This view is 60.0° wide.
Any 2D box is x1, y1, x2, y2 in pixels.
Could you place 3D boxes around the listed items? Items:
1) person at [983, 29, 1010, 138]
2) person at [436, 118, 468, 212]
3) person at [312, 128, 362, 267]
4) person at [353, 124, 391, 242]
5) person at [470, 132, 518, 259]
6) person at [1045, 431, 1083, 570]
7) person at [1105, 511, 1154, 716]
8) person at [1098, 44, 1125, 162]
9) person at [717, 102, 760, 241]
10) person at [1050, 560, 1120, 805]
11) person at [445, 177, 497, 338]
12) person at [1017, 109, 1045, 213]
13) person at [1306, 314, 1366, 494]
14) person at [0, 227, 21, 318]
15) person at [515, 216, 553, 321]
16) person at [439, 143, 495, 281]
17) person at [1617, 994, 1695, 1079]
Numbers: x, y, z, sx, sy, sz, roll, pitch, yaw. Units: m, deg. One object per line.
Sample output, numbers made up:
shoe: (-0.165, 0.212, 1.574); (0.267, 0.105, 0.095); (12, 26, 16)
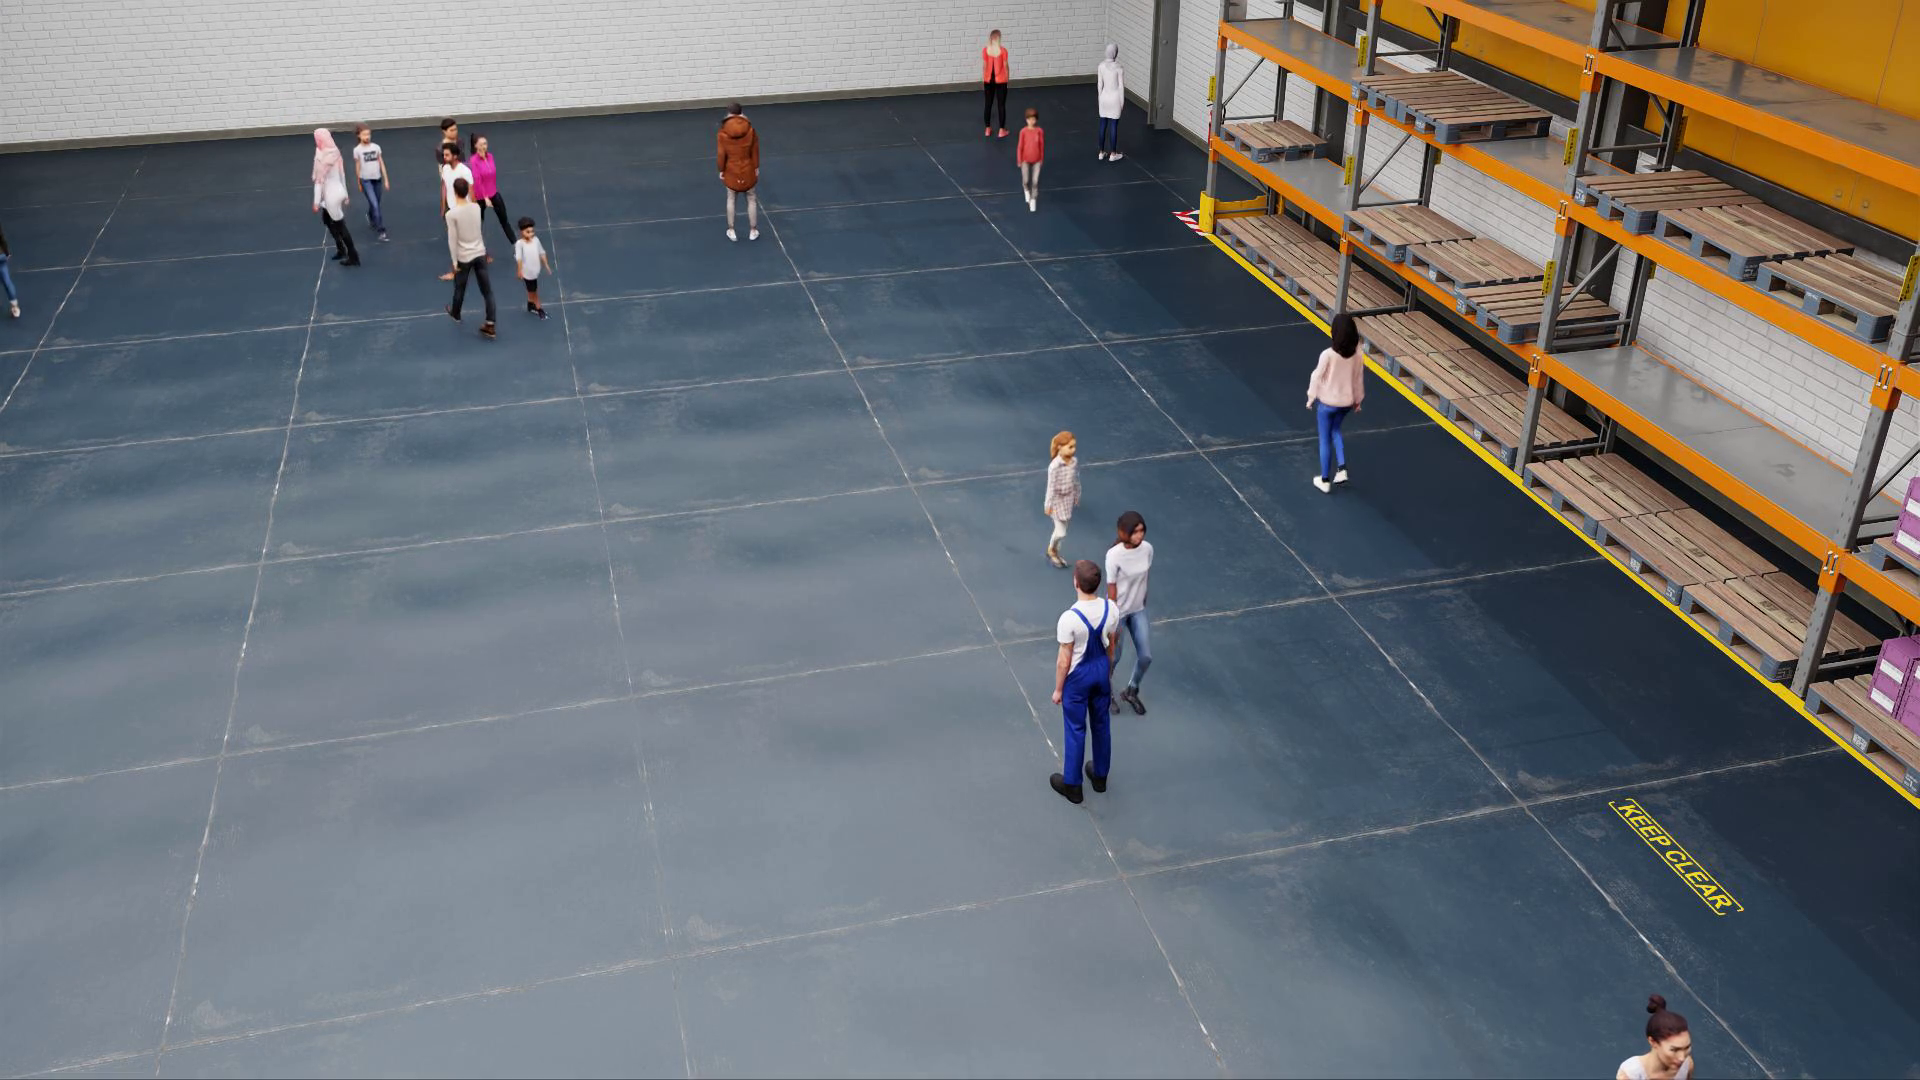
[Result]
person: (0.574, -7.436, 27.047); (0.679, 1.693, 0.710); (11, 30, 19)
person: (-6.805, -4.846, 22.307); (0.847, 1.684, 0.795); (21, 35, 33)
person: (-7.933, -4.367, 21.322); (0.802, 1.788, 0.722); (1, 29, 2)
person: (-7.999, -4.863, 22.507); (0.850, 1.524, 1.122); (-23, 36, -36)
person: (-6.238, -4.453, 21.619); (1.133, 1.654, 1.021); (17, 33, 29)
person: (0.834, -0.371, 14.505); (0.631, 1.299, 0.650); (-24, 37, -37)
person: (1.176, 0.528, 12.434); (0.679, 1.705, 0.730); (-14, 32, -24)
person: (2.328, -6.784, 25.765); (0.672, 1.776, 0.744); (17, 33, 29)
person: (-2.951, -4.925, 22.295); (0.725, 1.835, 0.701); (-4, 29, -7)
person: (0.868, 0.967, 11.479); (0.672, 1.850, 0.633); (-13, 31, -23)
person: (-5.580, -3.216, 19.182); (1.241, 1.816, 1.028); (25, 37, 38)
person: (1.012, -5.436, 23.687); (0.695, 1.398, 0.978); (1, 29, 2)
person: (3.574, -1.233, 15.612); (0.678, 1.753, 0.674); (-10, 30, -17)
person: (-11.502, -3.350, 19.814); (1.035, 1.447, 0.894); (23, 36, 36)
person: (-5.173, -3.275, 19.900); (0.867, 1.232, 0.730); (22, 35, 34)
person: (-6.258, -4.192, 21.112); (1.155, 1.681, 1.138); (20, 35, 32)
person: (3.319, 2.917, 8.152); (0.544, 1.611, 0.498); (-7, 29, -13)
